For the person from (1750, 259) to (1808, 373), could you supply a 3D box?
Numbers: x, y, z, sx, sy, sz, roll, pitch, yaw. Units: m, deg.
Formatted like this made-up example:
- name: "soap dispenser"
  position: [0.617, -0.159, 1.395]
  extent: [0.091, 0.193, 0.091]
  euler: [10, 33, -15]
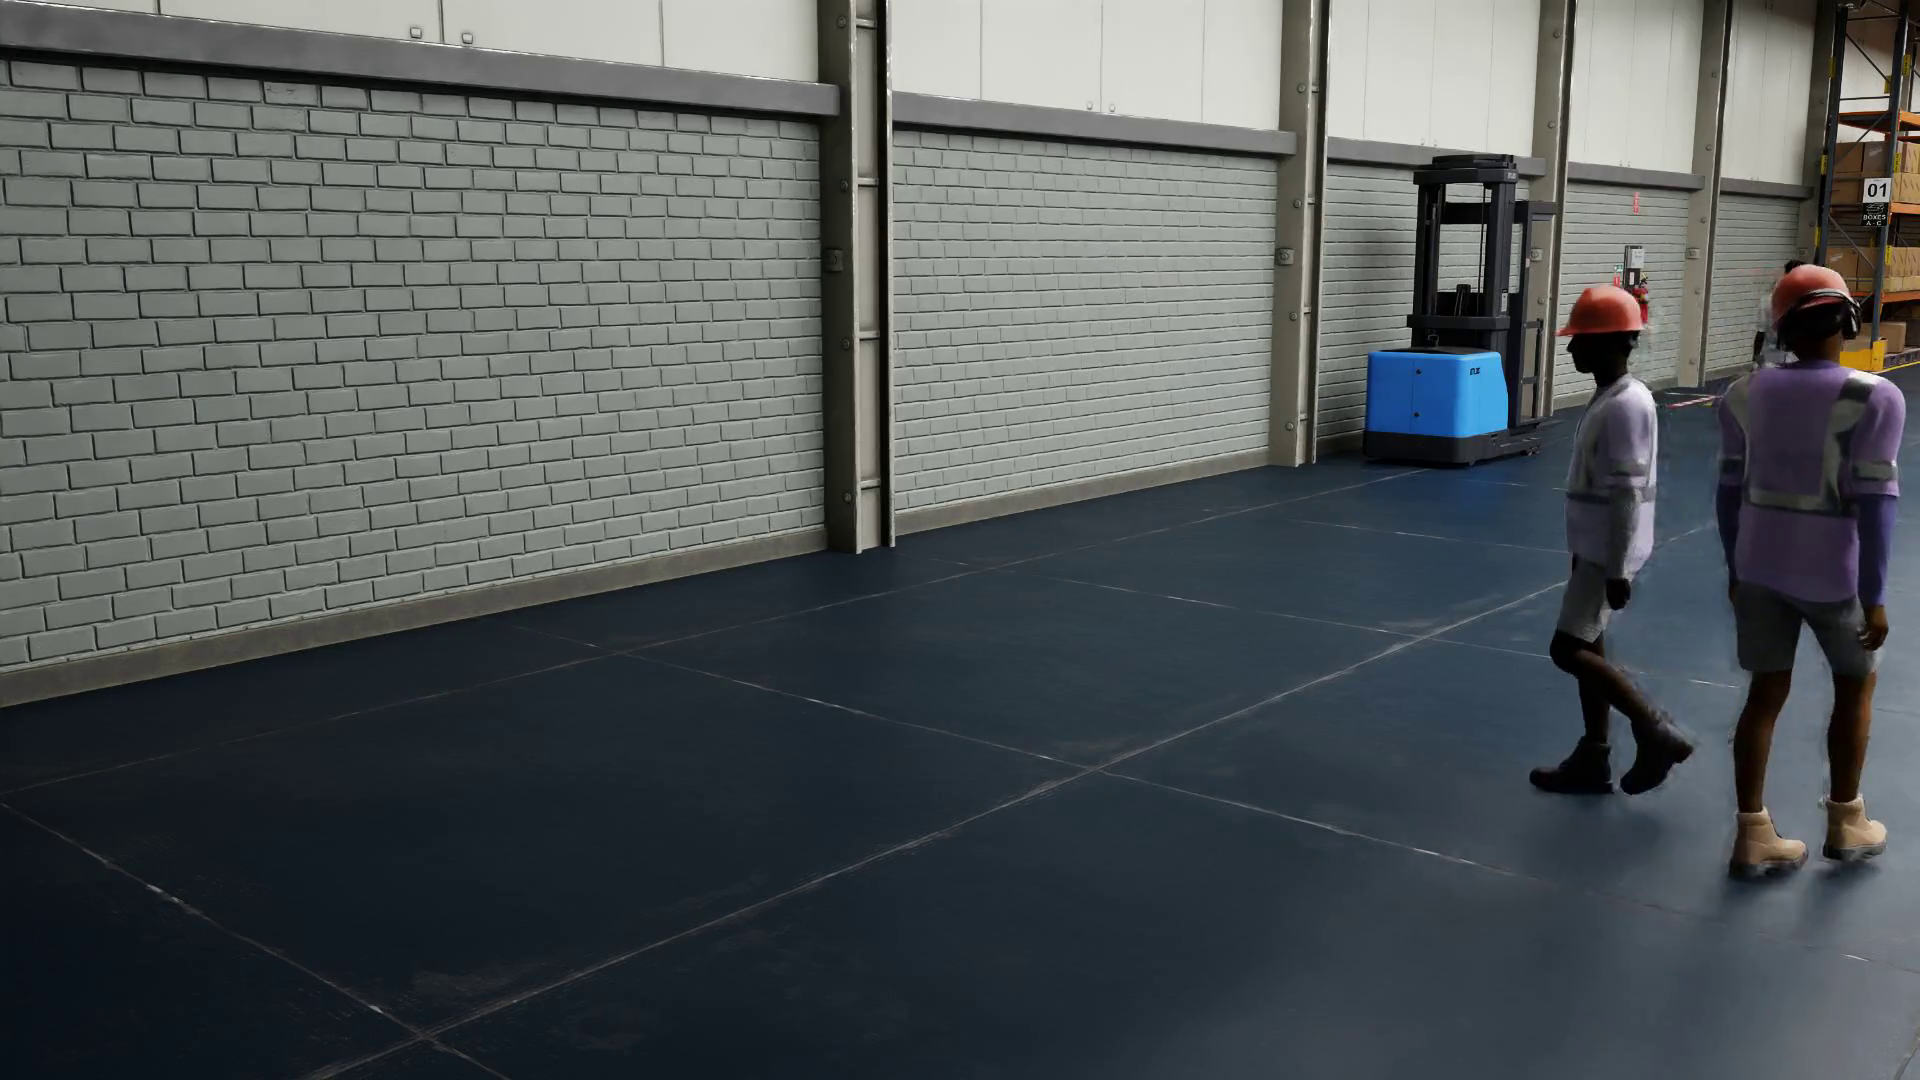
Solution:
- name: "person"
  position: [8.154, -1.791, 16.410]
  extent: [0.625, 1.950, 0.517]
  euler: [5, 11, 28]

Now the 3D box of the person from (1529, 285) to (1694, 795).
- name: "person"
  position: [2.410, 0.028, 6.159]
  extent: [0.496, 1.924, 0.555]
  euler: [3, 10, 17]

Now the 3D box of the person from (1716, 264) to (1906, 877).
- name: "person"
  position: [2.861, 0.102, 5.511]
  extent: [0.803, 1.994, 0.660]
  euler: [-6, 12, -32]

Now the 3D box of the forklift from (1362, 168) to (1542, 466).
- name: "forklift"
  position: [4.875, -2.212, 16.287]
  extent: [1.129, 2.768, 1.873]
  euler: [8, 13, 40]
